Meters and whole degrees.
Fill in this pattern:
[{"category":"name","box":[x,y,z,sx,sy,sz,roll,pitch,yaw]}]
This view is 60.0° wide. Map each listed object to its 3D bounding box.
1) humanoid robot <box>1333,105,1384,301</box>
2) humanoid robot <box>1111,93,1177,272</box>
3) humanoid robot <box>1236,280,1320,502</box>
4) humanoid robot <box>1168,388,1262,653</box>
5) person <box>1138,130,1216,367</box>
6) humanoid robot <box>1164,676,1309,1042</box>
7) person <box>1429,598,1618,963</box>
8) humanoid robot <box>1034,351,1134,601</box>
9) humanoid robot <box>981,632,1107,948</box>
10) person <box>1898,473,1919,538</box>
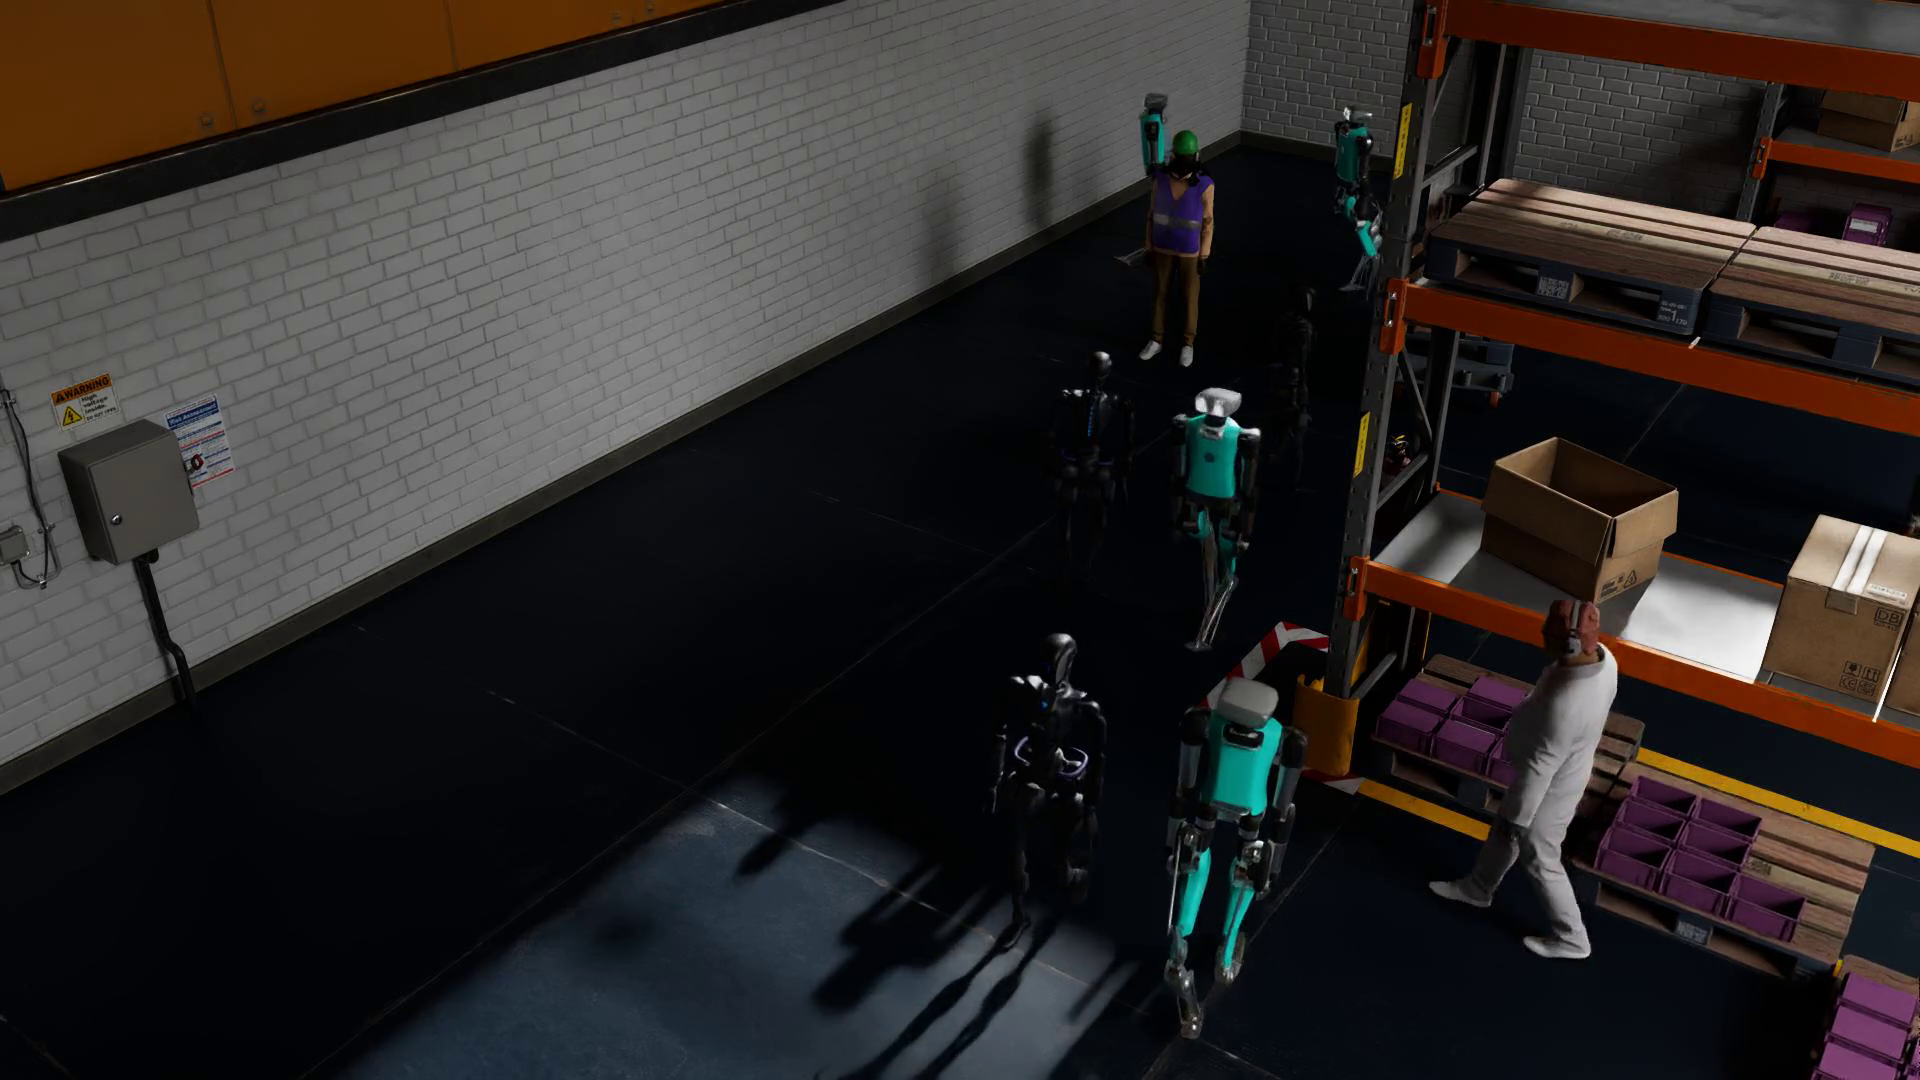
[{"category":"humanoid robot","box":[3.615,-2.916,14.742,0.717,1.895,0.540,-8,31,-14]},{"category":"humanoid robot","box":[1.915,-3.172,15.064,1.031,1.726,0.530,2,30,3]},{"category":"humanoid robot","box":[2.195,-1.009,11.427,0.762,1.634,0.599,-2,30,-4]},{"category":"humanoid robot","box":[1.531,-0.172,9.847,0.540,1.726,0.922,13,32,21]},{"category":"person","box":[1.769,-2.371,13.486,0.544,1.932,0.398,13,32,21]},{"category":"humanoid robot","box":[1.114,1.420,7.089,0.563,1.755,0.954,9,31,15]},{"category":"person","box":[2.663,1.099,7.558,0.828,1.892,0.663,17,34,27]},{"category":"humanoid robot","box":[0.756,-0.397,10.322,0.612,1.645,0.370,5,30,8]},{"category":"humanoid robot","box":[0.409,1.127,7.684,0.600,1.636,0.581,14,33,23]},{"category":"person","box":[6.648,-0.804,10.869,0.727,1.853,0.369,-1,30,-2]}]
